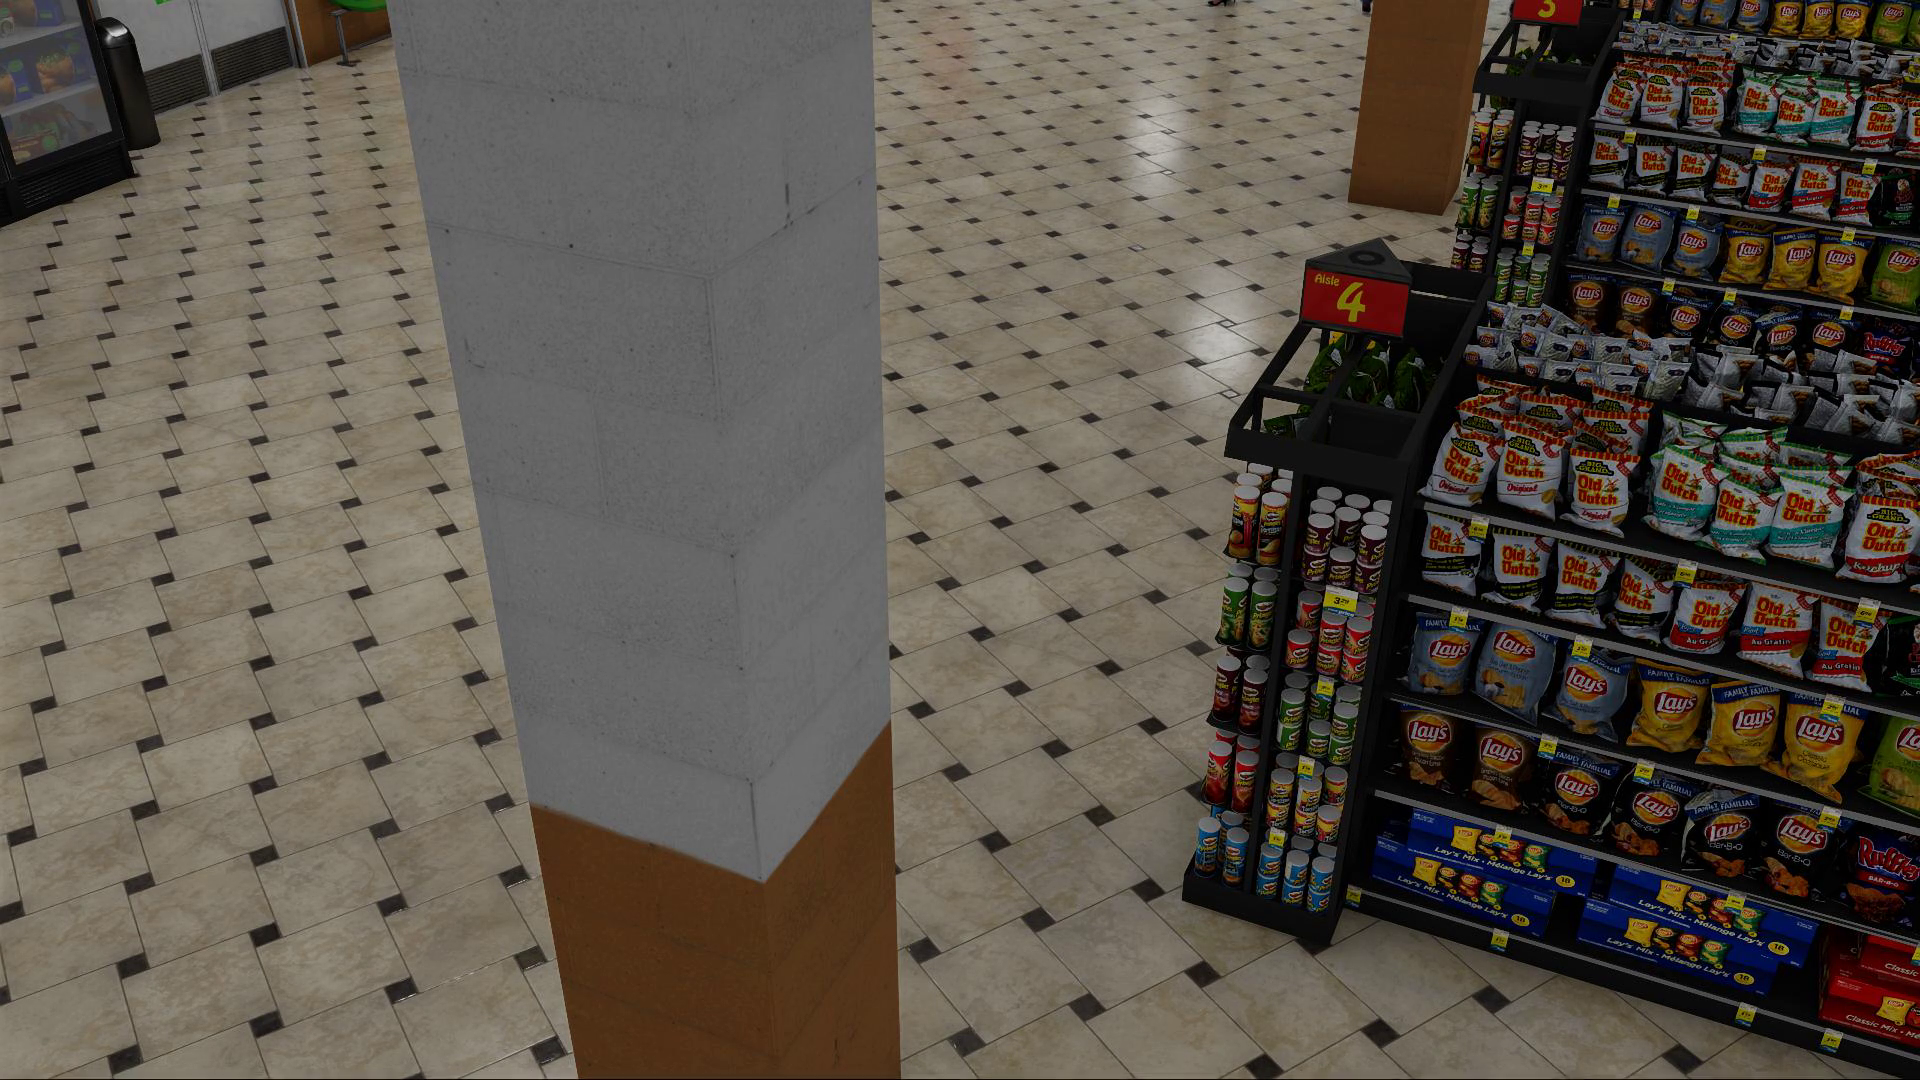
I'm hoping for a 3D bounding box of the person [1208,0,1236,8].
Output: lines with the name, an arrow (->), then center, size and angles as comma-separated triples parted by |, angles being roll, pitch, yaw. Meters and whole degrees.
person -> 2.730, -6.225, 16.780 | 0.644, 1.606, 0.627 | -27, 41, -36
